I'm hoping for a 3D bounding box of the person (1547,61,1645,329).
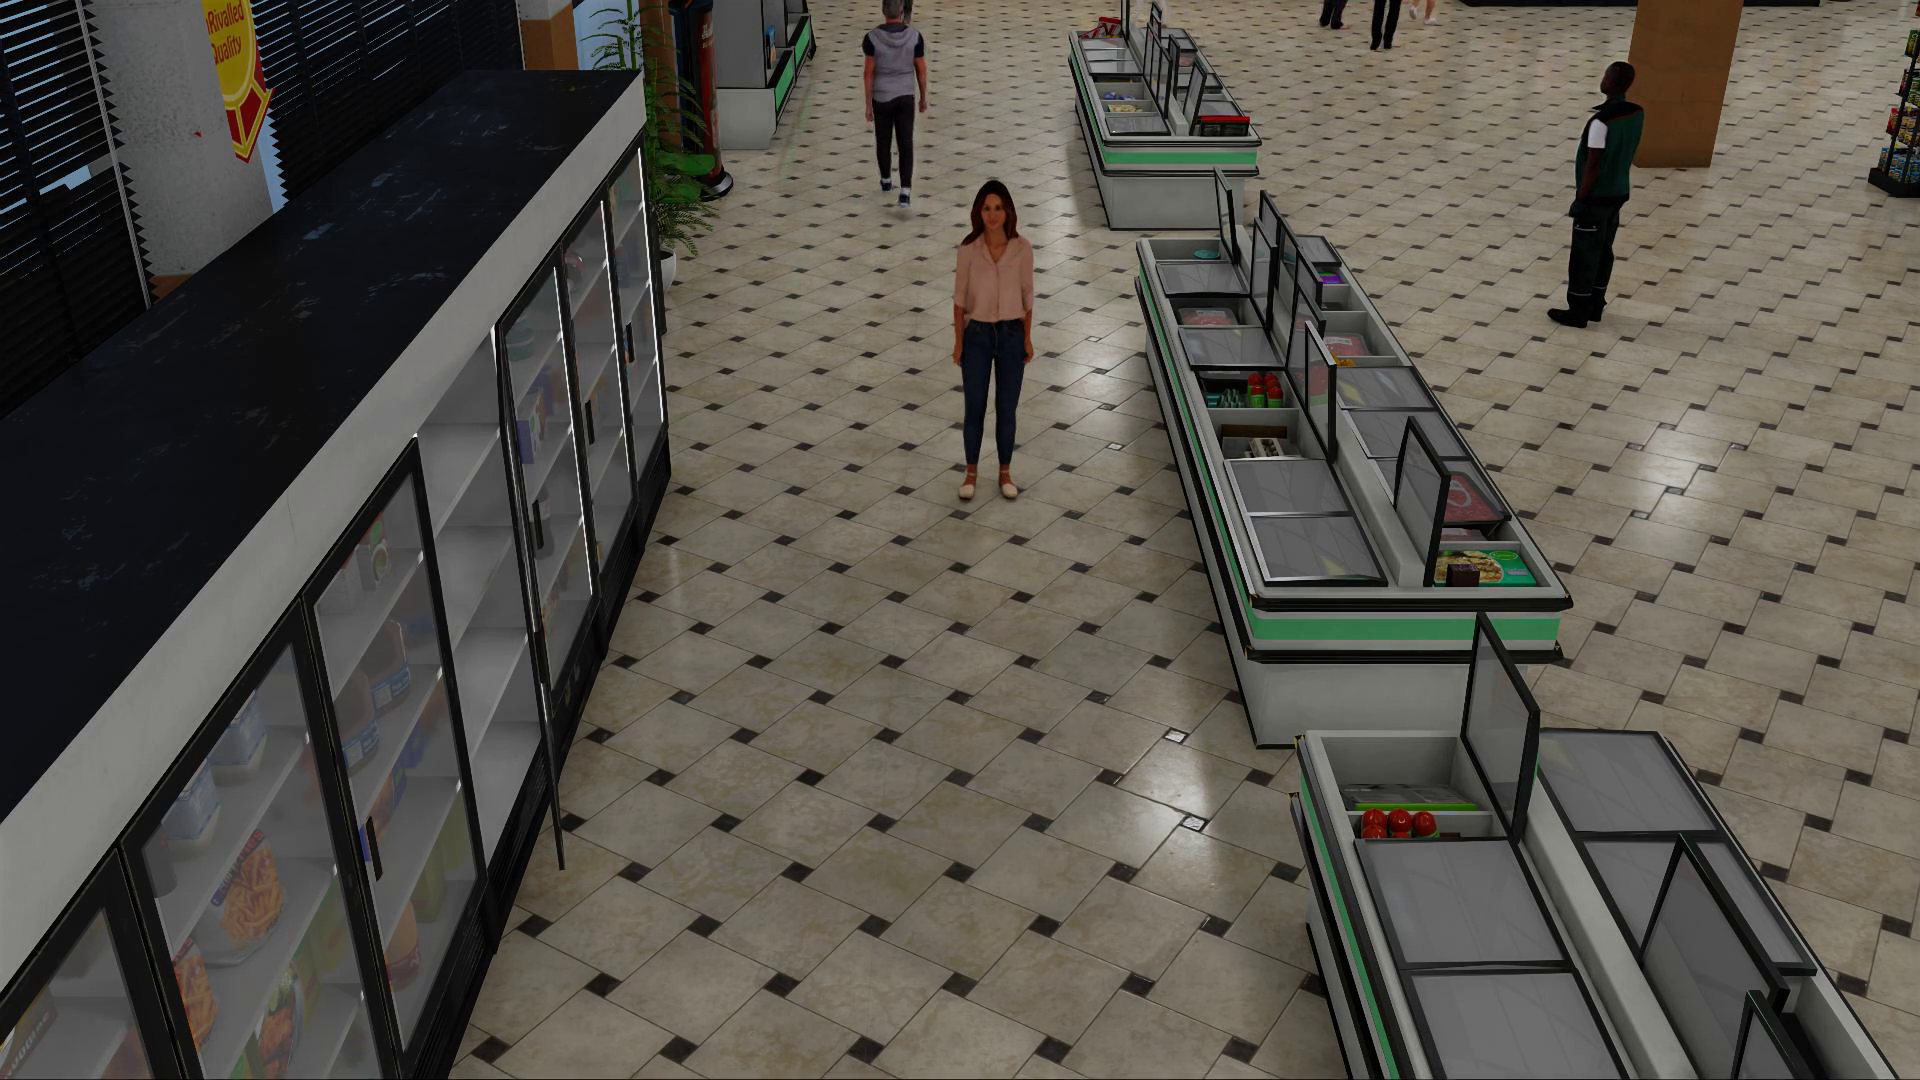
[{"bbox_3d":[4.470,-2.401,11.597,0.786,1.839,0.821,-20,33,-33],"label":"person"}]

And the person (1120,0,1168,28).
[{"bbox_3d":[2.553,-7.261,21.363,1.070,1.675,1.028,22,34,37],"label":"person"}]

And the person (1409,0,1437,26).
[{"bbox_3d":[6.326,-7.780,22.448,0.928,1.619,0.868,-24,35,-39],"label":"person"}]

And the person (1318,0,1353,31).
[{"bbox_3d":[5.077,-7.793,22.217,0.917,1.850,0.697,-20,33,-34],"label":"person"}]

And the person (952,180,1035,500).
[{"bbox_3d":[0.182,-1.078,9.042,0.601,1.790,0.527,-2,27,-3],"label":"person"}]

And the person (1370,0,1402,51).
[{"bbox_3d":[5.468,-7.152,20.989,0.779,1.818,0.828,3,27,7],"label":"person"}]

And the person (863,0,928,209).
[{"bbox_3d":[-0.547,-3.712,14.250,0.795,1.779,1.257,-3,27,-6],"label":"person"}]
